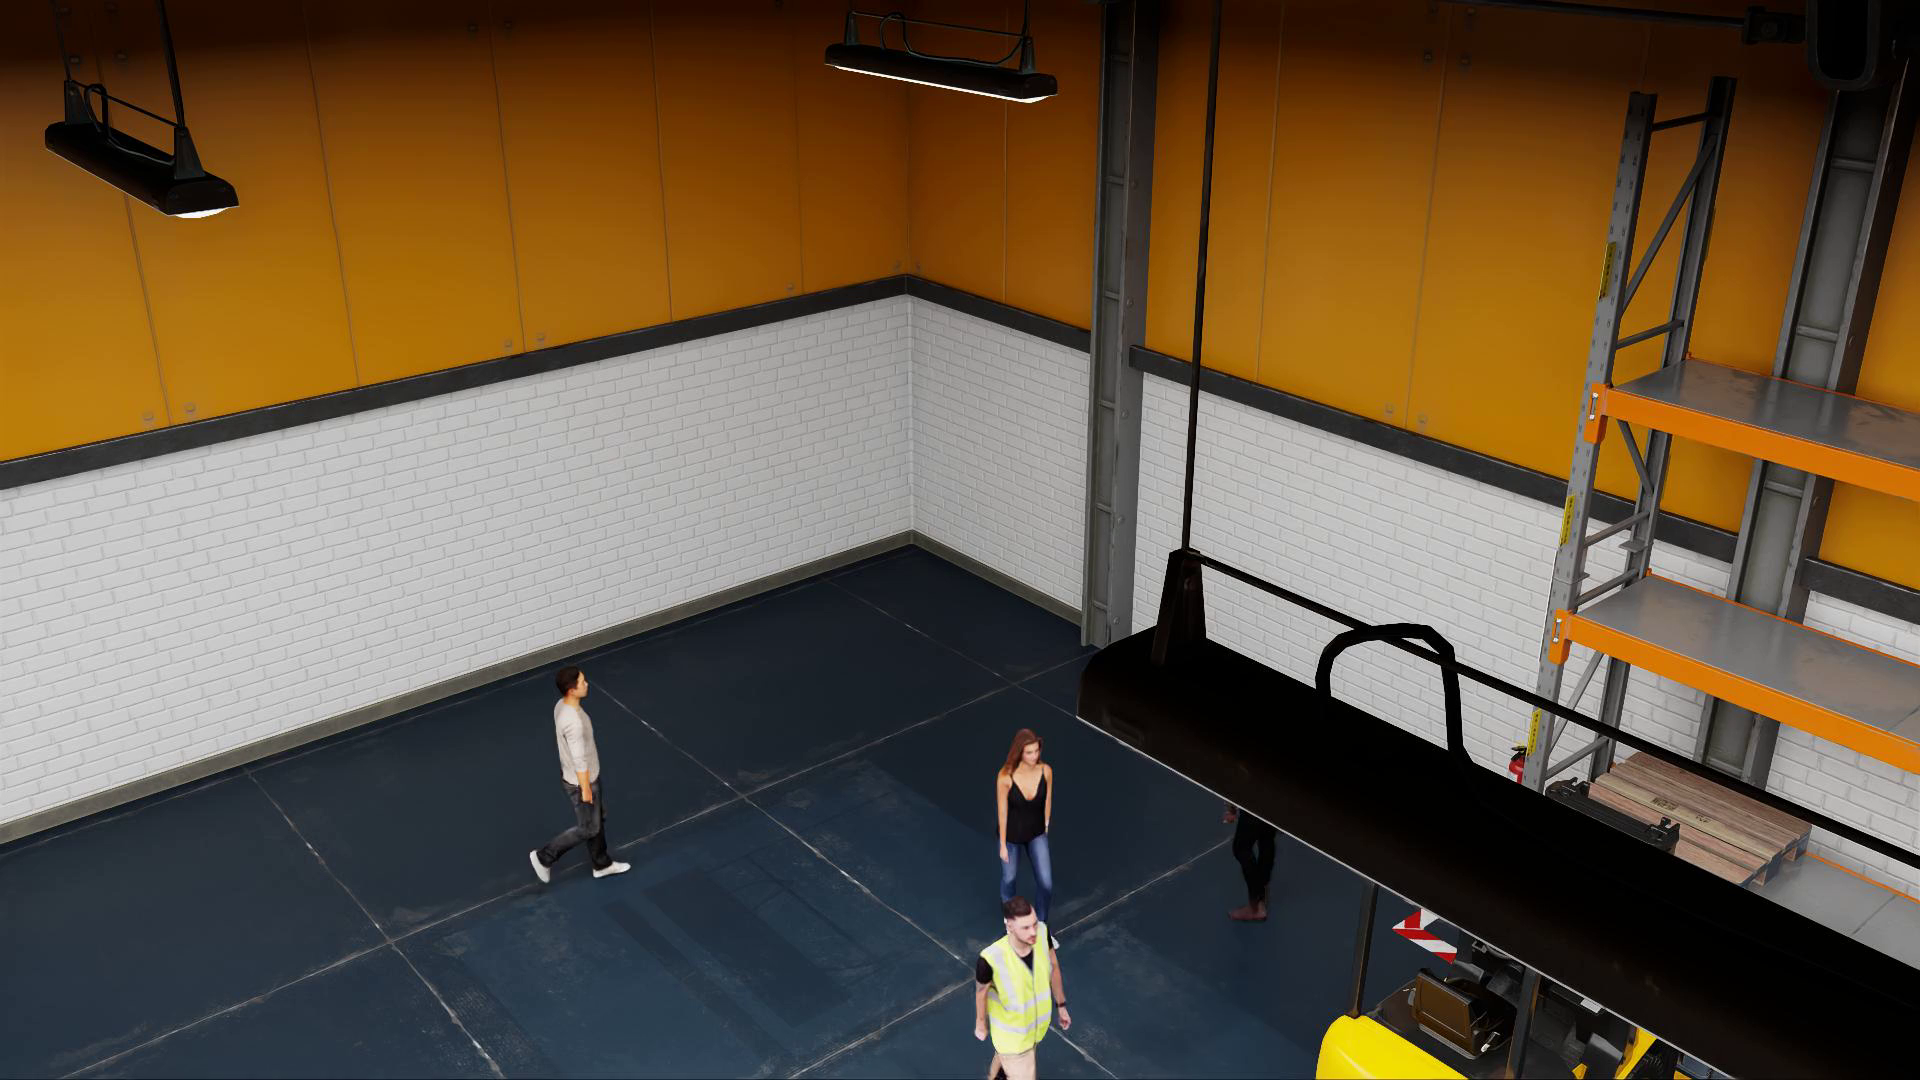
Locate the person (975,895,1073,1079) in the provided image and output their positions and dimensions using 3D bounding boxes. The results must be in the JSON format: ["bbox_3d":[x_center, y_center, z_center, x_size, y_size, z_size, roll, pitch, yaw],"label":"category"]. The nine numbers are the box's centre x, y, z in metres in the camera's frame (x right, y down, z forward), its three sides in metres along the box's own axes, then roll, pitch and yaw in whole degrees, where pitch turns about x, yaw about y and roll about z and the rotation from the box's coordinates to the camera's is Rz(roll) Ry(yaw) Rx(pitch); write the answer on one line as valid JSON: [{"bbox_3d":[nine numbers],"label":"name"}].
[{"bbox_3d":[0.312,2.834,9.821,0.719,1.791,1.169,-20,31,-38],"label":"person"}]

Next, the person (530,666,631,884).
[{"bbox_3d":[-2.880,1.764,12.263,0.928,1.796,1.000,-9,25,-19],"label":"person"}]

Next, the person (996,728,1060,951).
[{"bbox_3d":[0.410,2.041,11.742,0.727,1.704,0.818,-6,24,-14],"label":"person"}]
